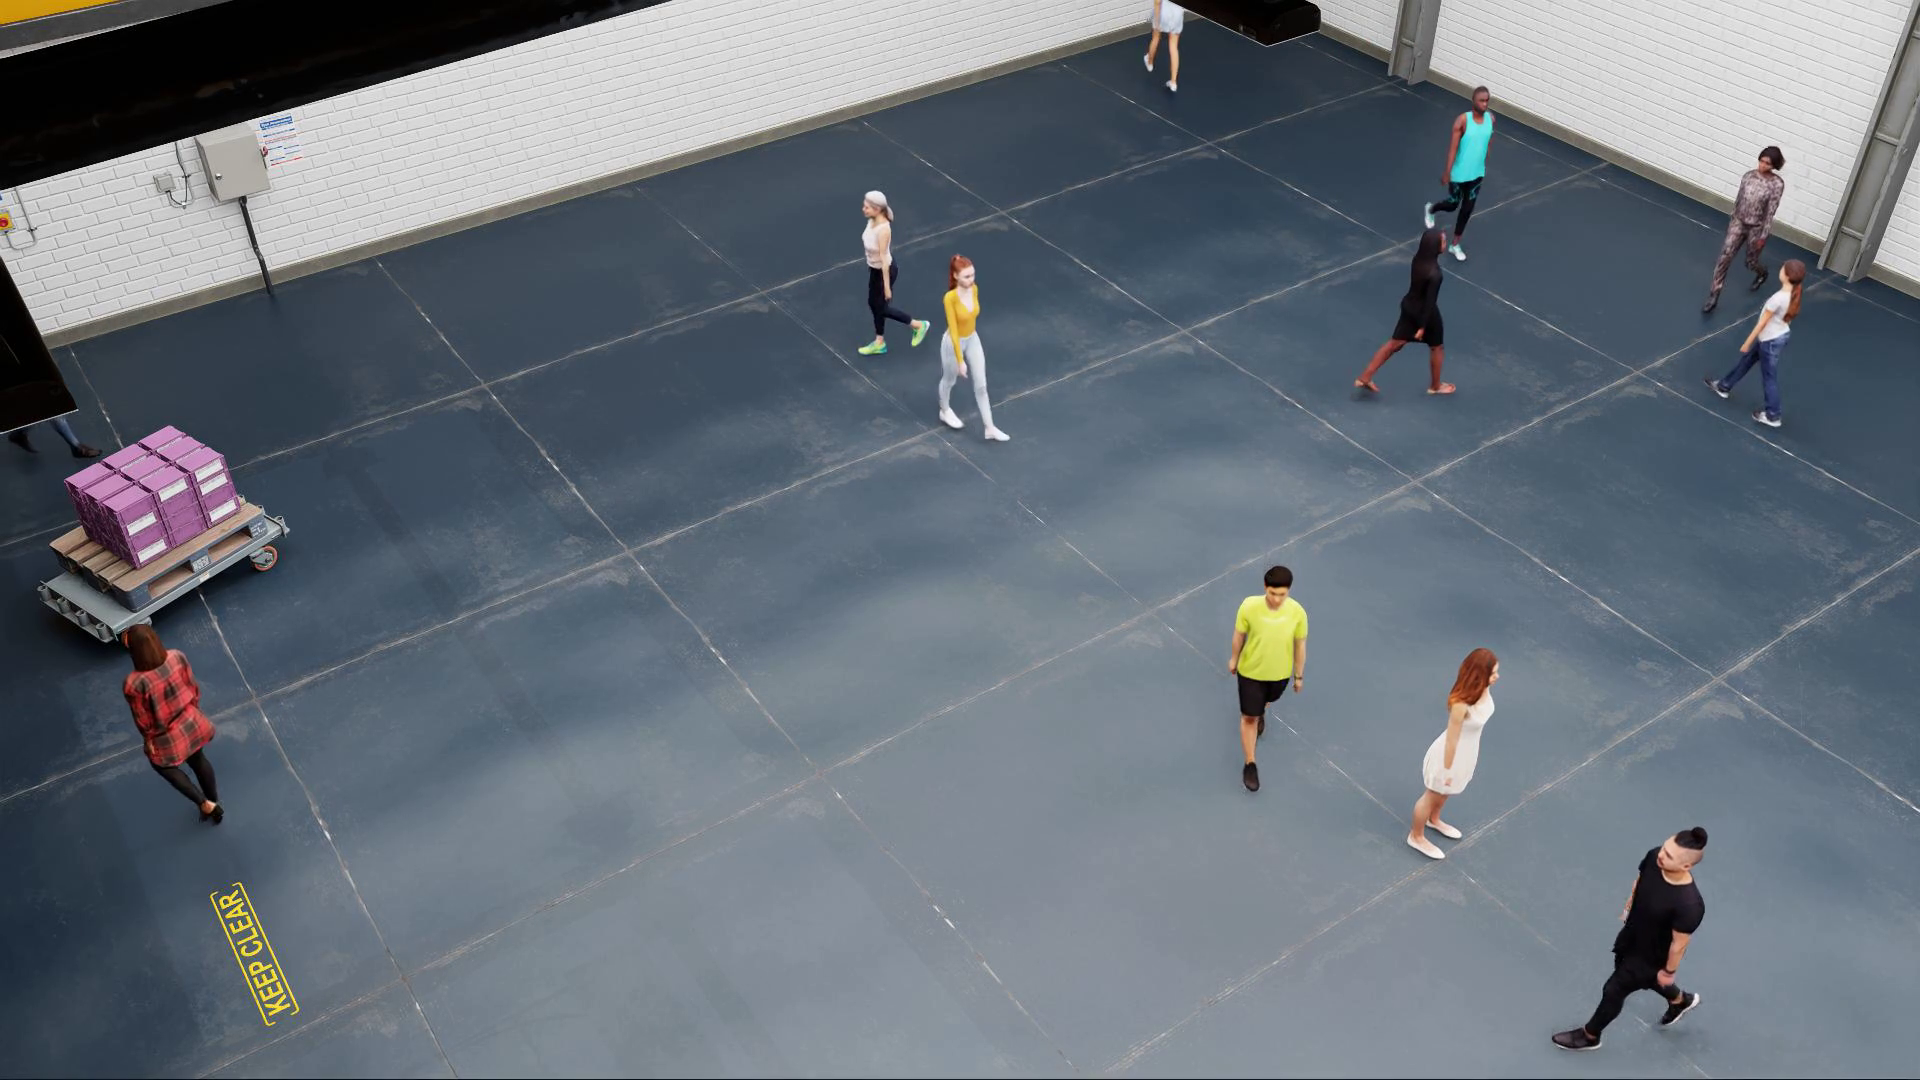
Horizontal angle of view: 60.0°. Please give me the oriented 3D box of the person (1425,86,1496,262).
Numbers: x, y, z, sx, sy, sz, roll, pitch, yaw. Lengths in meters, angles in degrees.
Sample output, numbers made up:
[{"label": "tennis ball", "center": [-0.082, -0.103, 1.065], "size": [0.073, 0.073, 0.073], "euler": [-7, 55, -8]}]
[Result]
[{"label": "person", "center": [5.109, -3.777, 16.923], "size": [0.814, 1.792, 1.042], "euler": [-9, 39, -11]}]

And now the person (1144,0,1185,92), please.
[{"label": "person", "center": [2.568, -6.300, 20.173], "size": [0.895, 1.680, 1.201], "euler": [-8, 39, -9]}]

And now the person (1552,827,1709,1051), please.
[{"label": "person", "center": [3.941, 2.248, 9.338], "size": [1.094, 1.844, 1.138], "euler": [-2, 39, -3]}]

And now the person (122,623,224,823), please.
[{"label": "person", "center": [-5.011, 1.244, 10.719], "size": [0.756, 1.689, 0.728], "euler": [21, 43, 24]}]

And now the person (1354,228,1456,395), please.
[{"label": "person", "center": [3.988, -1.984, 14.768], "size": [1.002, 1.680, 1.190], "euler": [-7, 39, -9]}]

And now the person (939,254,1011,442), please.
[{"label": "person", "center": [-0.068, -1.676, 14.353], "size": [0.681, 1.717, 1.059], "euler": [-31, 48, -32]}]

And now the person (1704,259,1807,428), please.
[{"label": "person", "center": [7.143, -1.701, 14.544], "size": [0.558, 1.517, 1.032], "euler": [-25, 45, -28]}]

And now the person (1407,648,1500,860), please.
[{"label": "person", "center": [3.141, 1.338, 10.585], "size": [0.586, 1.709, 0.566], "euler": [-31, 48, -33]}]

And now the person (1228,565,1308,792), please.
[{"label": "person", "center": [2.070, 0.801, 11.292], "size": [1.037, 1.666, 1.175], "euler": [2, 39, 2]}]

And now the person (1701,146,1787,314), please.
[{"label": "person", "center": [7.674, -3.009, 16.045], "size": [0.670, 1.688, 1.039], "euler": [-26, 45, -29]}]

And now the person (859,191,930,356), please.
[{"label": "person", "center": [-0.630, -2.451, 15.347], "size": [0.866, 1.687, 0.929], "euler": [-8, 39, -10]}]
